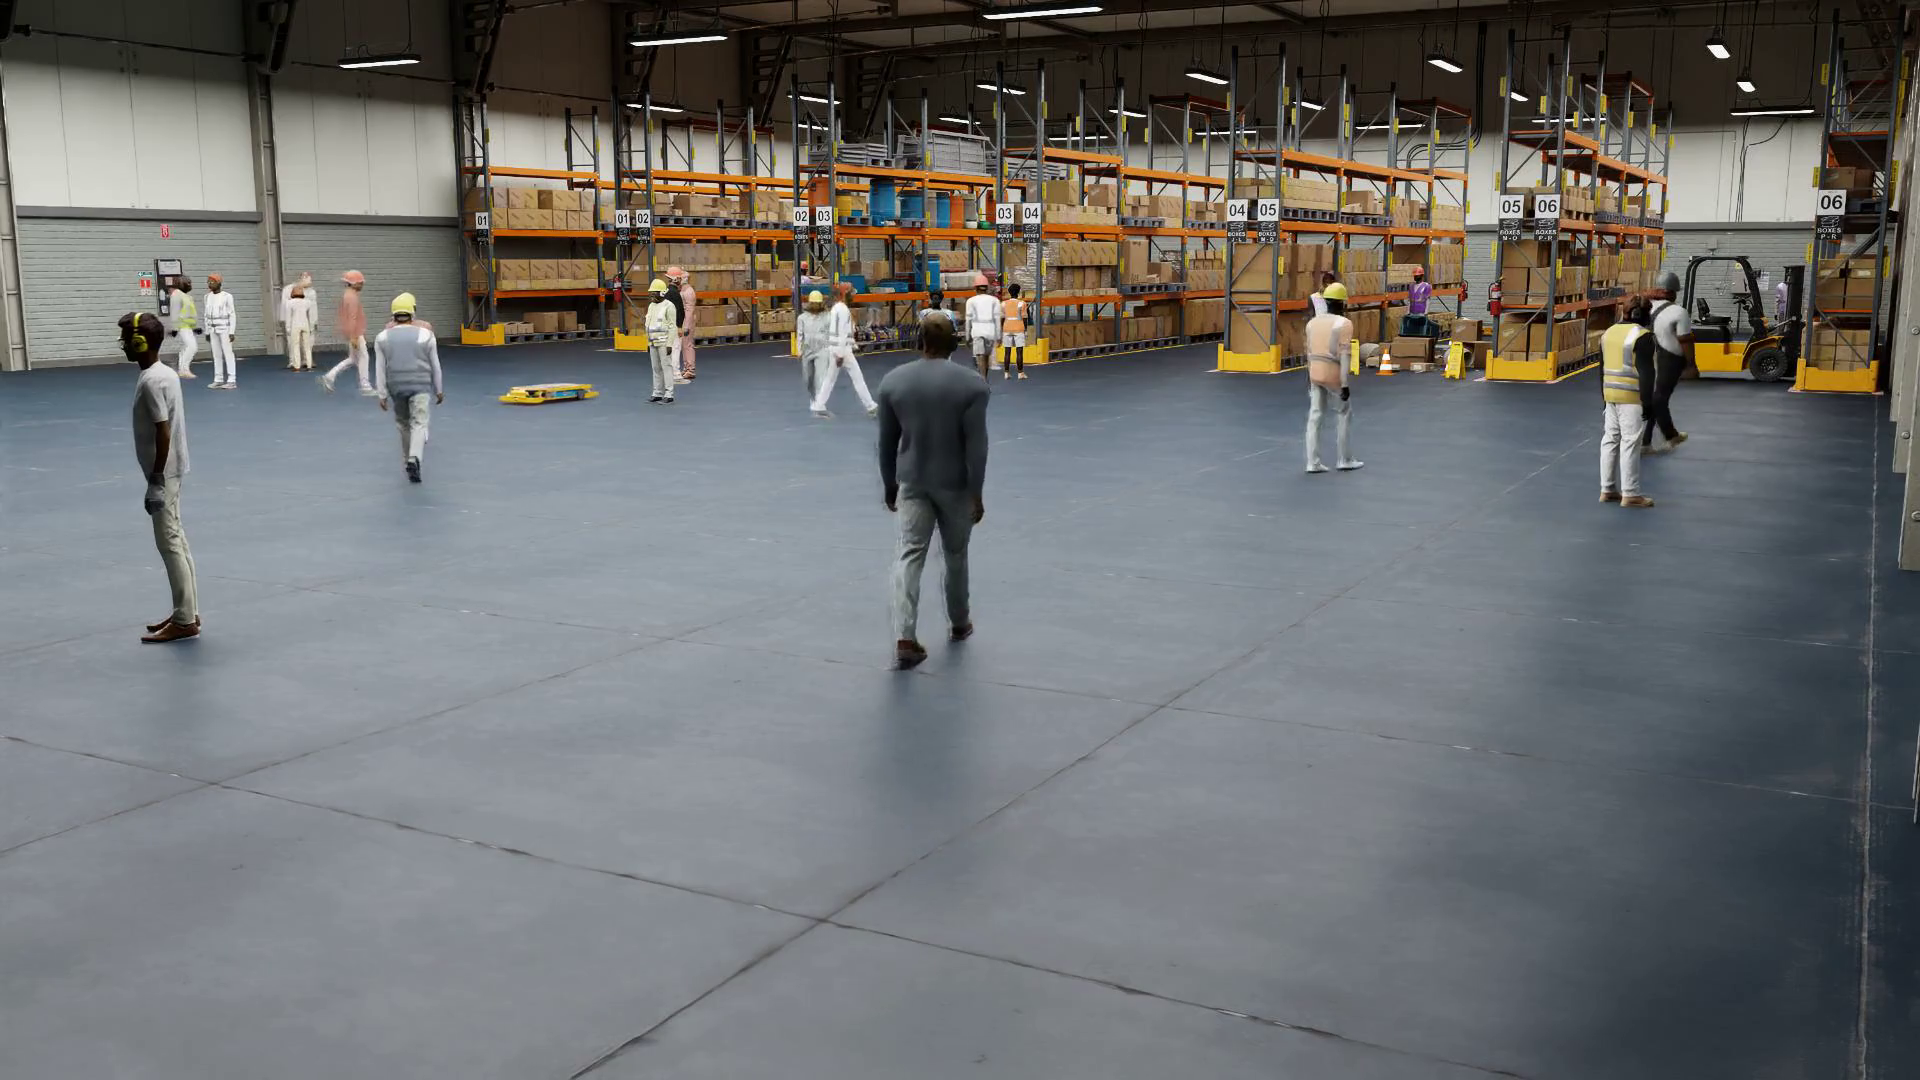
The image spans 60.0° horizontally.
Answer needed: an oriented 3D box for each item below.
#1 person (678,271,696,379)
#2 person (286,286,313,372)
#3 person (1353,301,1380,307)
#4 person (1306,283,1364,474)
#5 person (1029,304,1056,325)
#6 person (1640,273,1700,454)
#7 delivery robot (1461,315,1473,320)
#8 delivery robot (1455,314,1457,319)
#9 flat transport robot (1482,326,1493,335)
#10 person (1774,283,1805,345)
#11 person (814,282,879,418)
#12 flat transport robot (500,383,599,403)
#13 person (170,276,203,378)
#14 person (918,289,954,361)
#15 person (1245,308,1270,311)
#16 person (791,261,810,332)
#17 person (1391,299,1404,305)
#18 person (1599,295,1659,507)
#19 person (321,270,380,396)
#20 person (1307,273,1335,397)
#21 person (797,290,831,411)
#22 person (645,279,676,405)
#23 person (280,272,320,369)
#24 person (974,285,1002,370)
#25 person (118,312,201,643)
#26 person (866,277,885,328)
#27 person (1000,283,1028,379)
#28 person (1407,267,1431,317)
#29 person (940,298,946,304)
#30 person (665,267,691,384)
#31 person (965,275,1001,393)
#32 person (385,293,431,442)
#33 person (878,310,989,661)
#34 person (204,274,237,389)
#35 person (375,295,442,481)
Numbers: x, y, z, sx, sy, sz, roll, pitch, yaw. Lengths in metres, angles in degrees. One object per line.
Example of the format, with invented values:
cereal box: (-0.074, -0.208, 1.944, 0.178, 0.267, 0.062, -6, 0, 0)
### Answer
person: (-4.911, -3.826, 29.618, 0.408, 1.913, 0.642, -3, 10, -19)
person: (-12.419, -3.967, 31.293, 0.295, 1.624, 0.507, 9, 13, 42)
person: (10.736, -6.278, 43.715, 0.639, 1.990, 1.024, 7, 12, 35)
person: (3.792, -1.625, 16.747, 0.807, 1.897, 0.621, -7, 12, -37)
person: (1.860, -5.203, 37.642, 0.624, 1.933, 0.369, 1, 10, 4)
person: (7.857, -1.979, 18.429, 1.012, 2.000, 0.693, -4, 10, -20)
delivery robot: (13.777, -5.921, 45.575, 0.707, 0.478, 0.477, -1, 10, -5)
delivery robot: (13.812, -6.032, 46.222, 0.477, 0.478, 0.707, 1, 10, 3)
flat transport robot: (14.461, -5.771, 45.800, 0.652, 0.197, 1.431, -1, 10, -6)
person: (18.425, -5.087, 36.983, 0.581, 1.918, 0.389, 5, 11, 27)
person: (-1.519, -2.547, 22.390, 1.017, 1.822, 0.573, -4, 10, -22)
flat transport robot: (-6.170, -2.222, 25.021, 0.652, 0.197, 1.431, 5, 11, 29)
person: (-13.763, -3.775, 29.574, 0.480, 1.821, 0.648, -2, 10, -10)
person: (-0.350, -2.859, 24.580, 0.540, 1.696, 0.317, 0, 10, 1)
person: (6.440, -4.831, 35.685, 0.648, 1.859, 1.006, 5, 11, 29)
person: (-3.875, -5.825, 40.936, 0.611, 2.042, 0.396, 8, 13, 40)
person: (11.795, -6.470, 45.234, 0.540, 1.876, 1.033, 5, 11, 28)
person: (5.856, -1.216, 14.554, 0.430, 1.840, 0.621, -2, 10, -14)
person: (-9.489, -3.206, 25.831, 0.790, 1.969, 0.623, -5, 11, -26)
person: (5.633, -3.160, 25.713, 0.587, 1.914, 0.391, -3, 10, -18)
person: (-1.993, -2.596, 22.990, 0.484, 1.714, 0.770, 1, 10, 3)
person: (-4.423, -2.910, 24.487, 0.590, 1.833, 0.404, 9, 13, 42)
person: (-12.787, -4.229, 32.141, 0.758, 1.864, 0.397, -8, 13, -41)
person: (0.552, -4.039, 31.676, 0.530, 1.623, 0.549, 9, 13, 44)
person: (-4.532, -0.351, 9.411, 0.310, 1.864, 0.532, -3, 10, -18)
person: (-2.232, -6.064, 43.572, 0.505, 1.620, 0.434, 4, 10, 22)
person: (0.962, -3.682, 29.406, 0.533, 1.697, 0.318, 4, 11, 24)
person: (10.148, -5.082, 36.890, 0.374, 1.939, 0.545, -8, 12, -39)
person: (-0.742, -7.856, 53.215, 0.907, 1.909, 0.621, -3, 10, -19)
person: (-4.855, -3.651, 28.349, 0.381, 1.994, 0.617, -5, 11, -28)
person: (0.376, -3.275, 26.497, 0.552, 1.887, 1.024, -2, 10, -10)
person: (-6.395, -1.991, 19.336, 0.539, 1.745, 0.528, -3, 10, -18)
person: (-0.155, -0.304, 9.082, 0.647, 1.893, 1.011, 3, 10, 14)
person: (-12.169, -3.423, 27.344, 0.576, 1.881, 0.352, 4, 10, 20)
person: (-5.389, -1.486, 16.244, 0.589, 1.801, 0.835, -1, 10, -5)
